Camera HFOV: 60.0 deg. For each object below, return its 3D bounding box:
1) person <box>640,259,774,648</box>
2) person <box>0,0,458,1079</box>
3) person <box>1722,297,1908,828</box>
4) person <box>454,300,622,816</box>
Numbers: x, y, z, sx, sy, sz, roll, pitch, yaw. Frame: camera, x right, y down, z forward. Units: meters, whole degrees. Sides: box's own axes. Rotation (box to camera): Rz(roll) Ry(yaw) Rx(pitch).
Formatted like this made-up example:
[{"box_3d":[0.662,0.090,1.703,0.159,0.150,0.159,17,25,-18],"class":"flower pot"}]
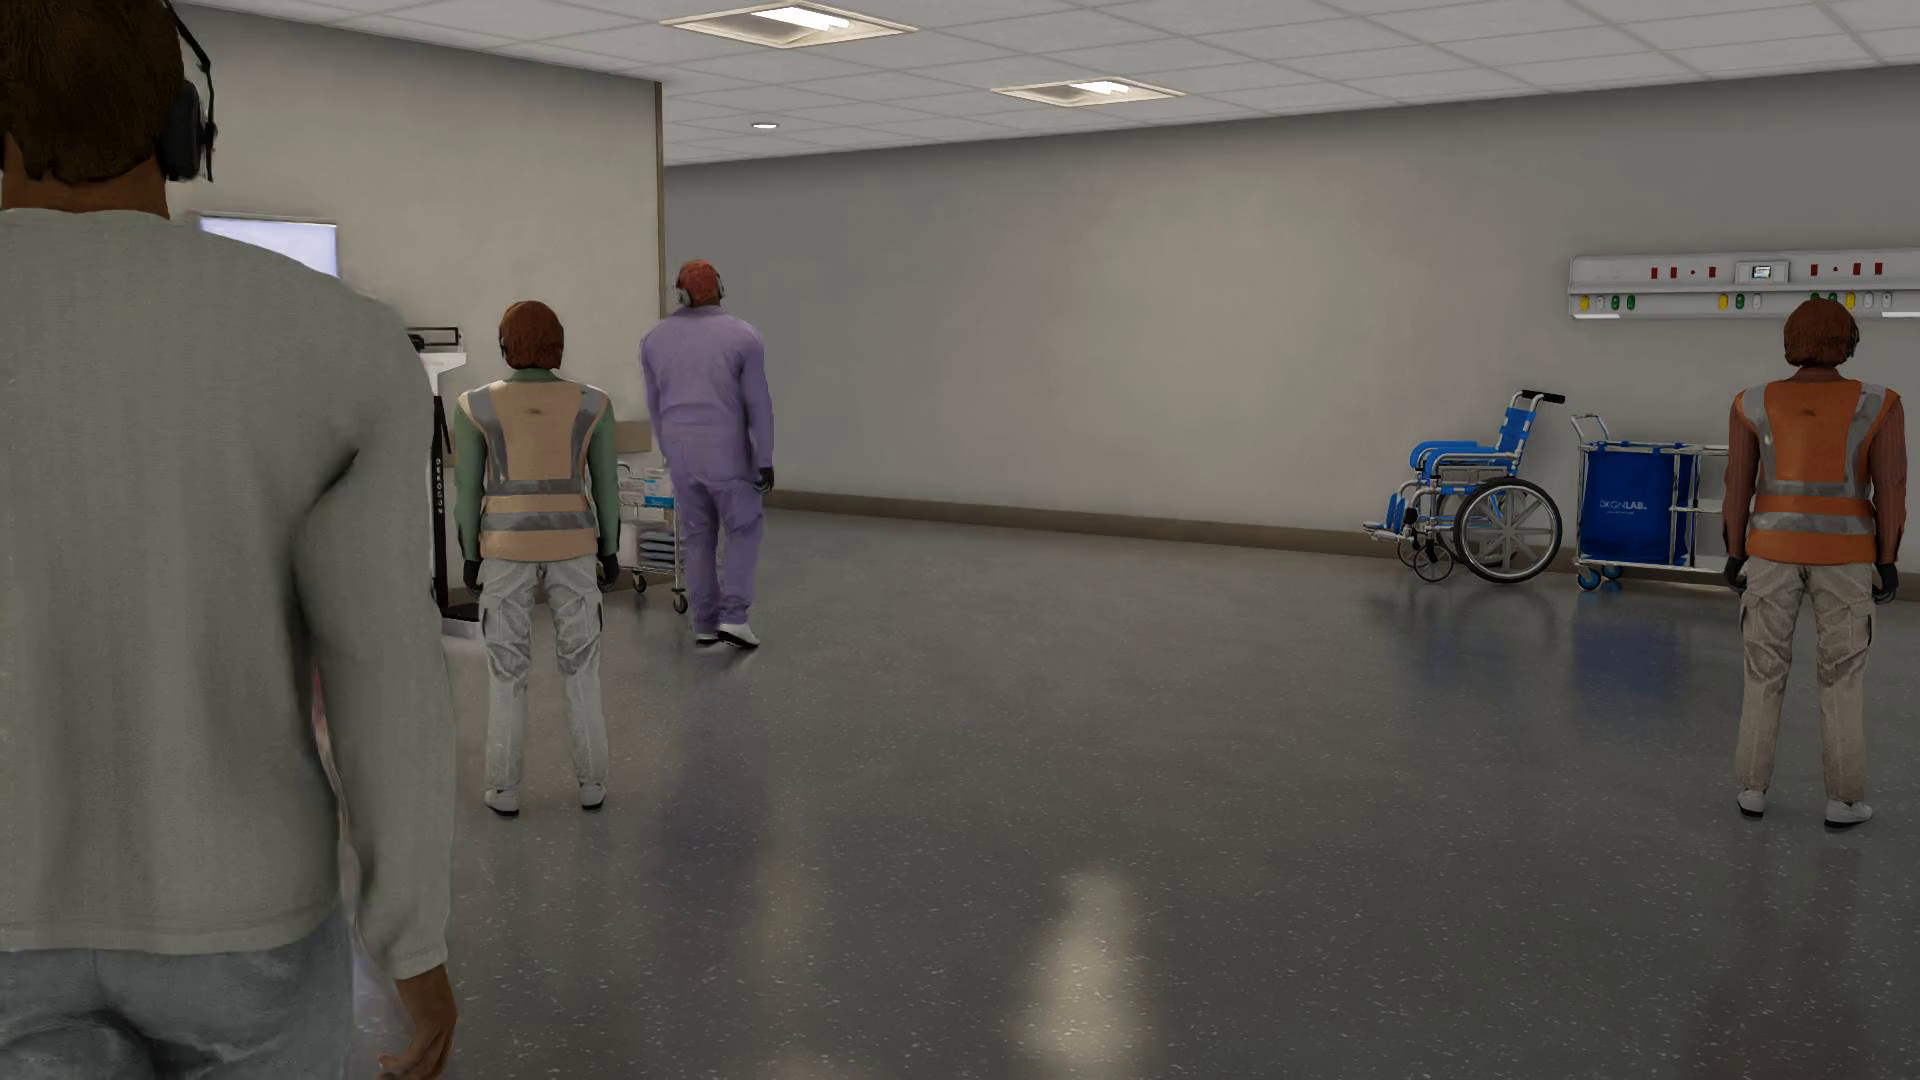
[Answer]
[{"box_3d":[-1.192,-0.409,8.068,0.685,1.887,0.471,2,7,17],"class":"person"},{"box_3d":[-0.866,0.372,1.721,0.648,1.889,1.012,-3,8,-21],"class":"person"},{"box_3d":[2.643,0.071,5.179,0.514,1.640,0.310,5,9,35],"class":"person"},{"box_3d":[-1.335,0.061,5.298,0.518,1.632,0.311,-2,7,-18],"class":"person"}]
